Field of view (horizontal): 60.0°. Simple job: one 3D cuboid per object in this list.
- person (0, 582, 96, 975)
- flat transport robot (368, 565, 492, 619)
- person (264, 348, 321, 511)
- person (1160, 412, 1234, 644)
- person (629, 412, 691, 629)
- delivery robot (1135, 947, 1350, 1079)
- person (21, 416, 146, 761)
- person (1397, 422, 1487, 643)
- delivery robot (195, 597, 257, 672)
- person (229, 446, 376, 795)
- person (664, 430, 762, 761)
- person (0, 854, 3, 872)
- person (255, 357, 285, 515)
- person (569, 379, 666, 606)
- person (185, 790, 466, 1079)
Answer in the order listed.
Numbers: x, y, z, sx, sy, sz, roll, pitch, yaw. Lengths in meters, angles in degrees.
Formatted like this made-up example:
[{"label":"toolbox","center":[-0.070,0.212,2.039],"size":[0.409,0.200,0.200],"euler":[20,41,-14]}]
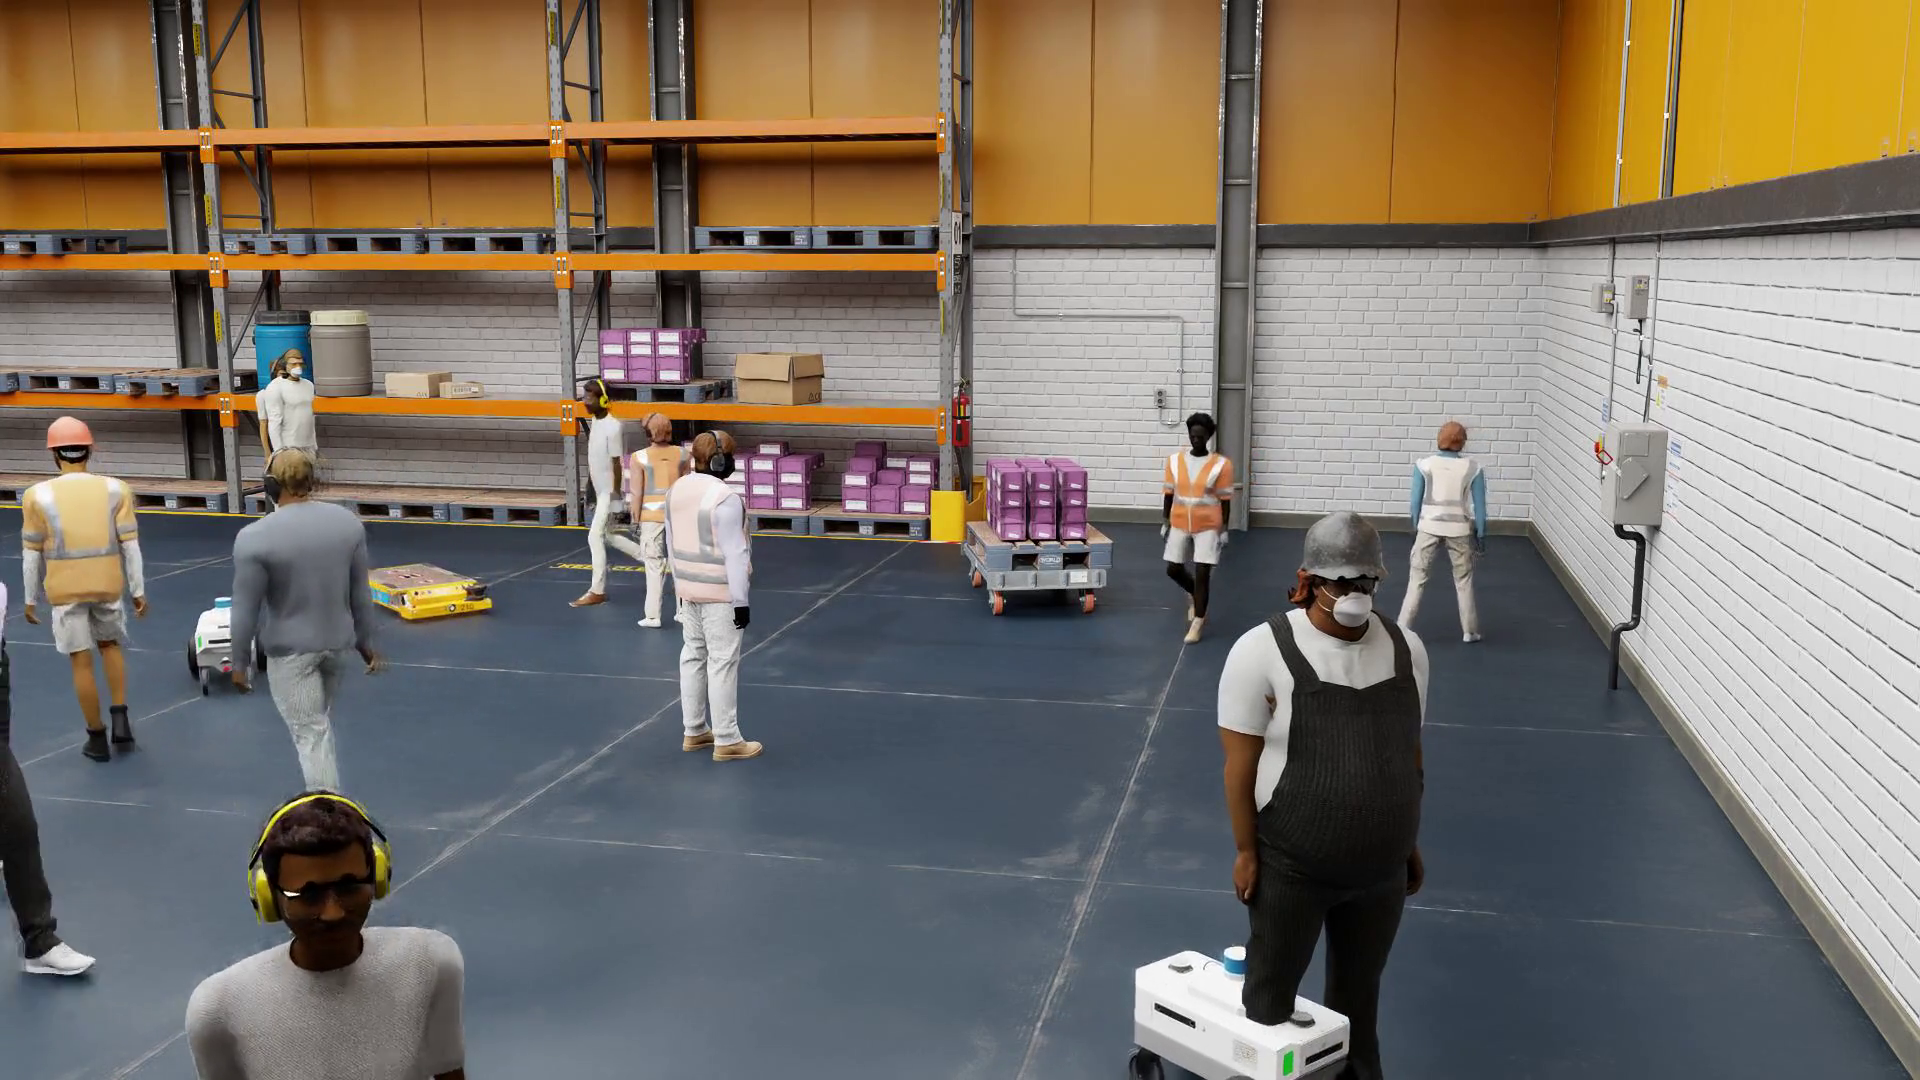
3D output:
[{"label":"person","center":[-3.719,0.791,6.267],"size":[0.776,1.894,0.604],"euler":[4,11,24]},{"label":"flat transport robot","center":[-4.390,0.394,13.402],"size":[0.652,0.197,1.431],"euler":[-8,12,-40]},{"label":"person","center":[-6.416,-0.885,16.056],"size":[0.359,1.936,0.632],"euler":[3,10,16]},{"label":"person","center":[1.746,-0.108,12.158],"size":[0.542,1.683,0.559],"euler":[5,11,27]},{"label":"person","center":[-2.249,-0.147,12.559],"size":[0.514,1.642,0.307],"euler":[-7,12,-36]},{"label":"delivery robot","center":[0.897,1.561,5.378],"size":[0.477,0.478,0.707],"euler":[-8,12,-38]},{"label":"person","center":[-4.880,0.273,9.262],"size":[0.570,1.913,0.475],"euler":[-8,13,-41]},{"label":"person","center":[3.521,-0.046,12.056],"size":[0.542,1.628,0.368],"euler":[3,10,17]},{"label":"delivery robot","center":[-4.829,0.621,10.943],"size":[0.477,0.478,0.707],"euler":[-4,10,-21]},{"label":"person","center":[-3.144,0.512,7.829],"size":[0.700,1.917,0.662],"euler":[6,12,33]},{"label":"person","center":[-1.369,0.303,9.301],"size":[0.429,1.841,0.634],"euler":[-9,13,-43]},{"label":"person","center":[-4.645,0.678,7.124],"size":[0.959,1.834,0.526],"euler":[-2,10,-13]},{"label":"person","center":[-6.562,-0.850,16.127],"size":[0.346,1.843,0.506],"euler":[3,10,16]},{"label":"person","center":[-2.785,-0.393,13.456],"size":[0.769,1.842,0.525],"euler":[-5,11,-27]},{"label":"person","center":[-1.188,1.335,3.221],"size":[0.527,1.840,0.896],"euler":[-6,11,-31]}]
